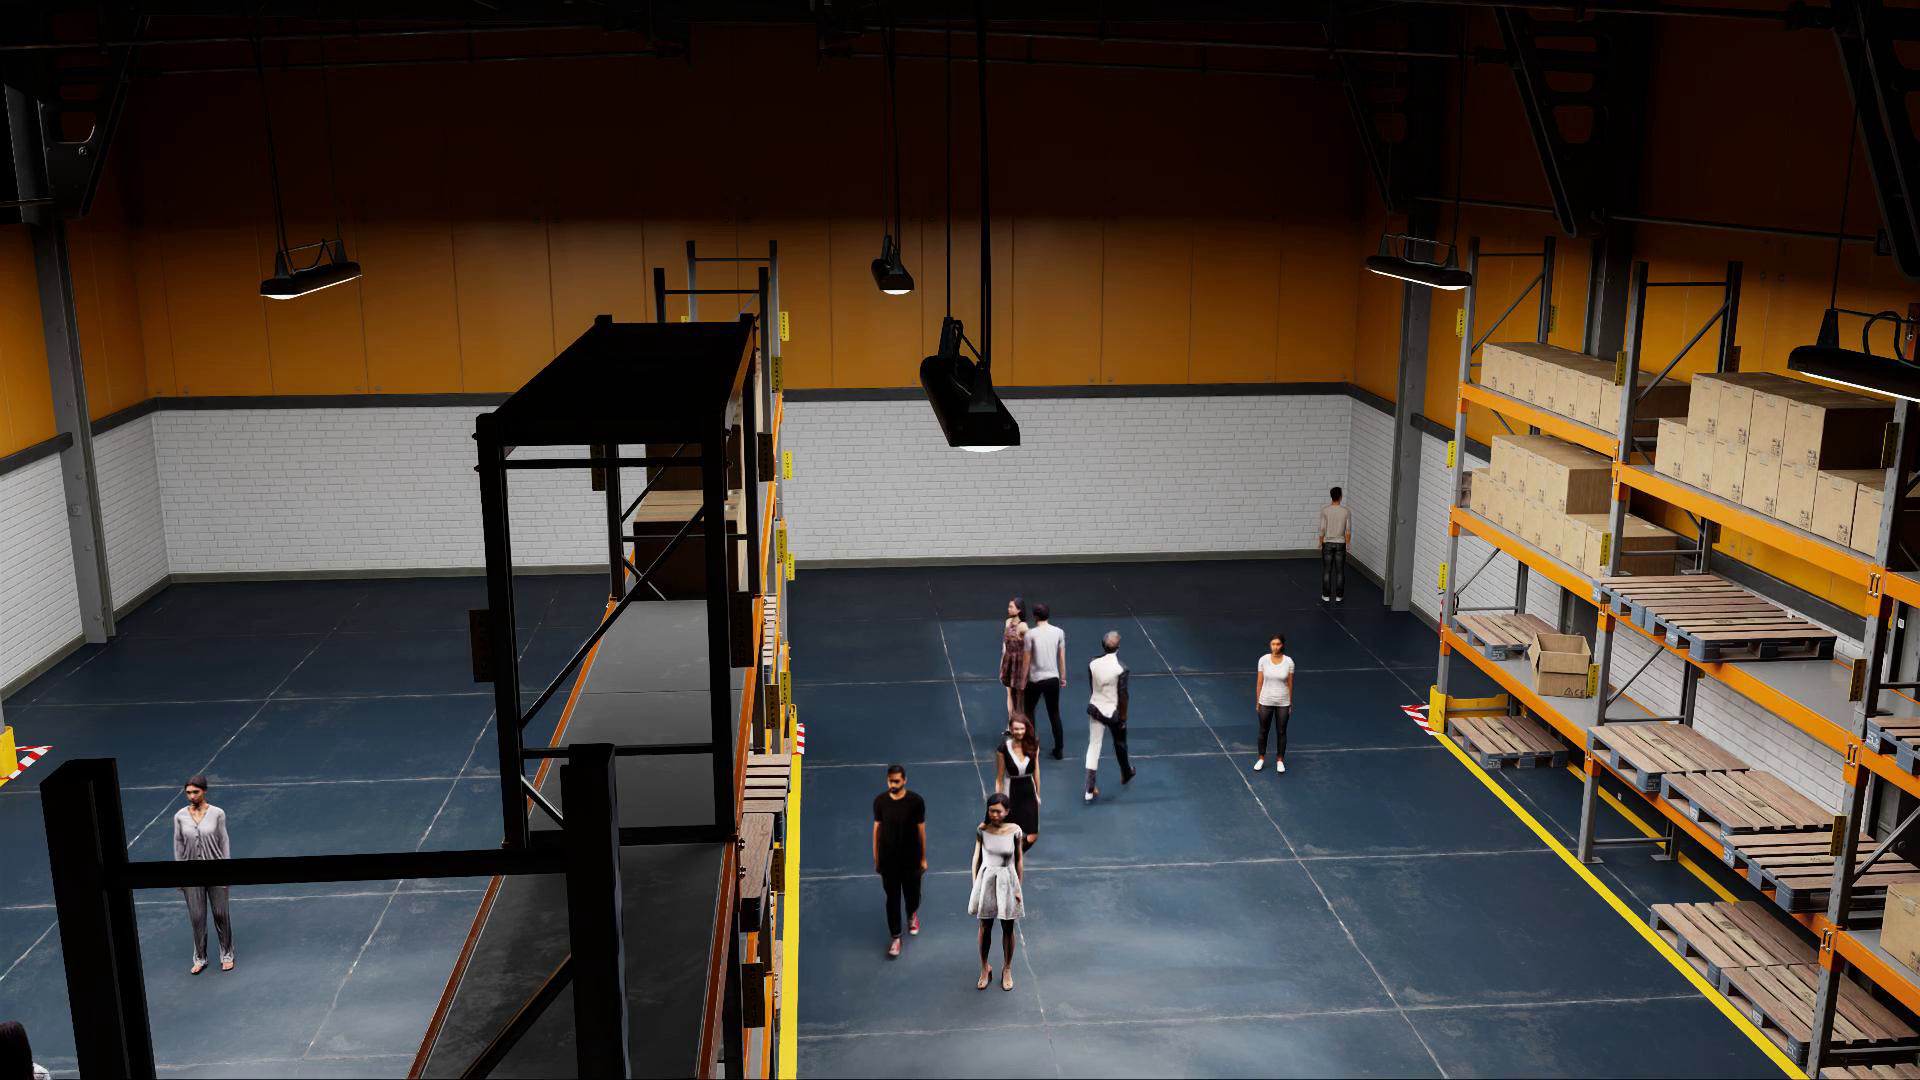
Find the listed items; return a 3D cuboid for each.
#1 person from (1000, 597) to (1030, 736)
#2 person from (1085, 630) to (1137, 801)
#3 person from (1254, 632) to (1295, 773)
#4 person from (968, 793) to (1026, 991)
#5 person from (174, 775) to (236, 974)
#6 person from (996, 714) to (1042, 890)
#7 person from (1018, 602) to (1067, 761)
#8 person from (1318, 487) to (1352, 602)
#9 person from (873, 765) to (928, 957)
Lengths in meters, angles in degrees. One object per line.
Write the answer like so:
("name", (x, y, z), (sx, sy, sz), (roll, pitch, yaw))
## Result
("person", (0.679, 1.544, 20.089), (0.853, 1.774, 0.771), (-9, 17, -34))
("person", (1.561, 1.953, 18.245), (1.088, 1.845, 1.269), (7, 15, 27))
("person", (3.609, 1.850, 19.094), (0.628, 1.647, 0.622), (3, 14, 13))
("person", (0.322, 2.983, 14.142), (0.701, 1.774, 0.699), (2, 14, 7))
("person", (-6.586, 2.895, 14.506), (0.630, 1.774, 0.587), (-4, 14, -14))
("person", (0.550, 2.507, 16.082), (0.659, 1.787, 0.701), (-4, 14, -14))
("person", (0.968, 1.672, 19.411), (0.830, 1.843, 0.791), (-3, 14, -12))
("person", (5.881, 0.067, 26.121), (0.714, 1.804, 0.666), (3, 14, 12))
("person", (-0.521, 2.818, 14.885), (0.714, 1.746, 0.835), (1, 14, 5))
